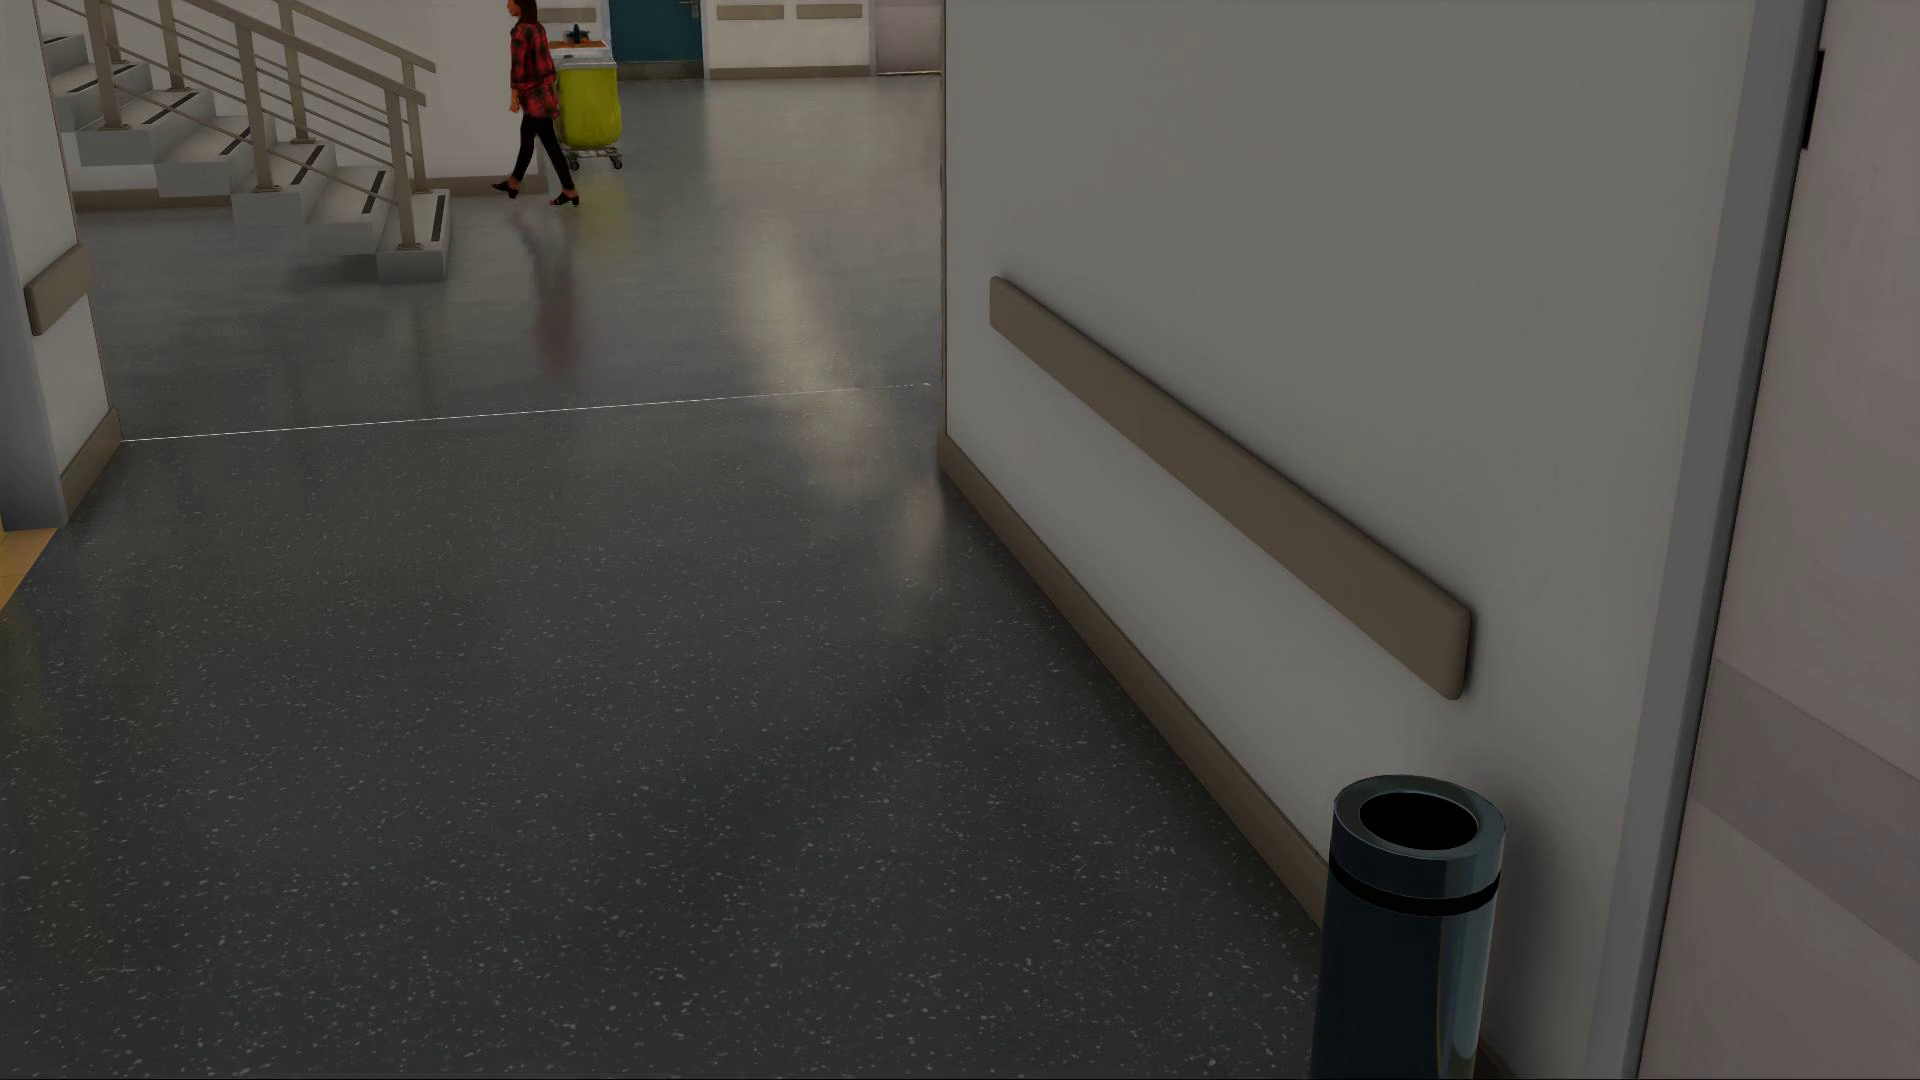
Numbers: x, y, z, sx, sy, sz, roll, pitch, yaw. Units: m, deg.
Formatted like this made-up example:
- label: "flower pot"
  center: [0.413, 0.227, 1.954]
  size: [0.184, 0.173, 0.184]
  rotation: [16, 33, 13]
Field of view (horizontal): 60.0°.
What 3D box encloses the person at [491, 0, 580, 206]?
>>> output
- label: "person"
  center: [-3.220, -3.426, 12.985]
  size: [1.109, 1.664, 0.893]
  rotation: [4, 21, 10]
